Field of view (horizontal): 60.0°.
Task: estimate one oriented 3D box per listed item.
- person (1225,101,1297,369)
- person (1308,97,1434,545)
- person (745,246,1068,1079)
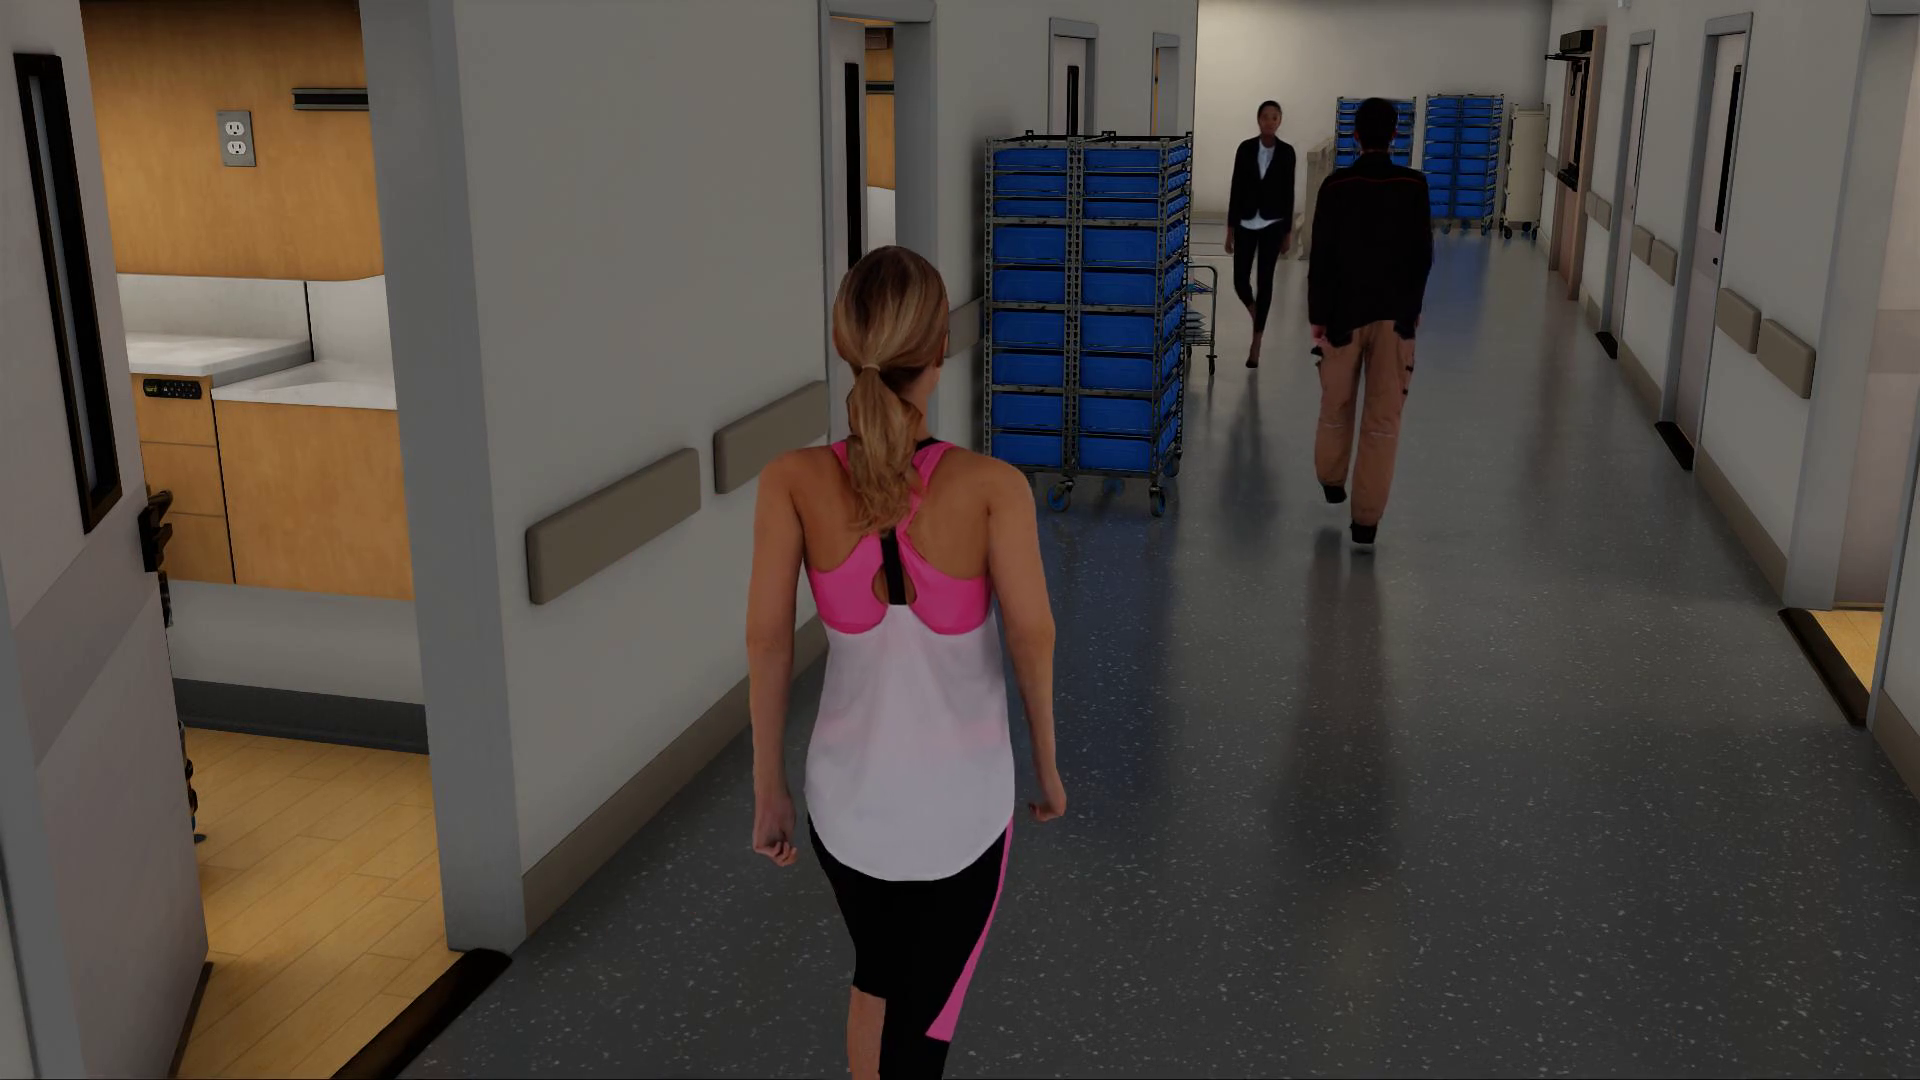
[{"bbox_3d":[2.108,-2.143,11.727,0.633,1.812,1.038,5,16,16],"label":"person"},{"bbox_3d":[1.778,-0.905,7.221,0.775,1.875,1.214,3,16,9],"label":"person"},{"bbox_3d":[-0.104,0.477,2.524,0.607,1.764,0.821,5,16,16],"label":"person"}]
